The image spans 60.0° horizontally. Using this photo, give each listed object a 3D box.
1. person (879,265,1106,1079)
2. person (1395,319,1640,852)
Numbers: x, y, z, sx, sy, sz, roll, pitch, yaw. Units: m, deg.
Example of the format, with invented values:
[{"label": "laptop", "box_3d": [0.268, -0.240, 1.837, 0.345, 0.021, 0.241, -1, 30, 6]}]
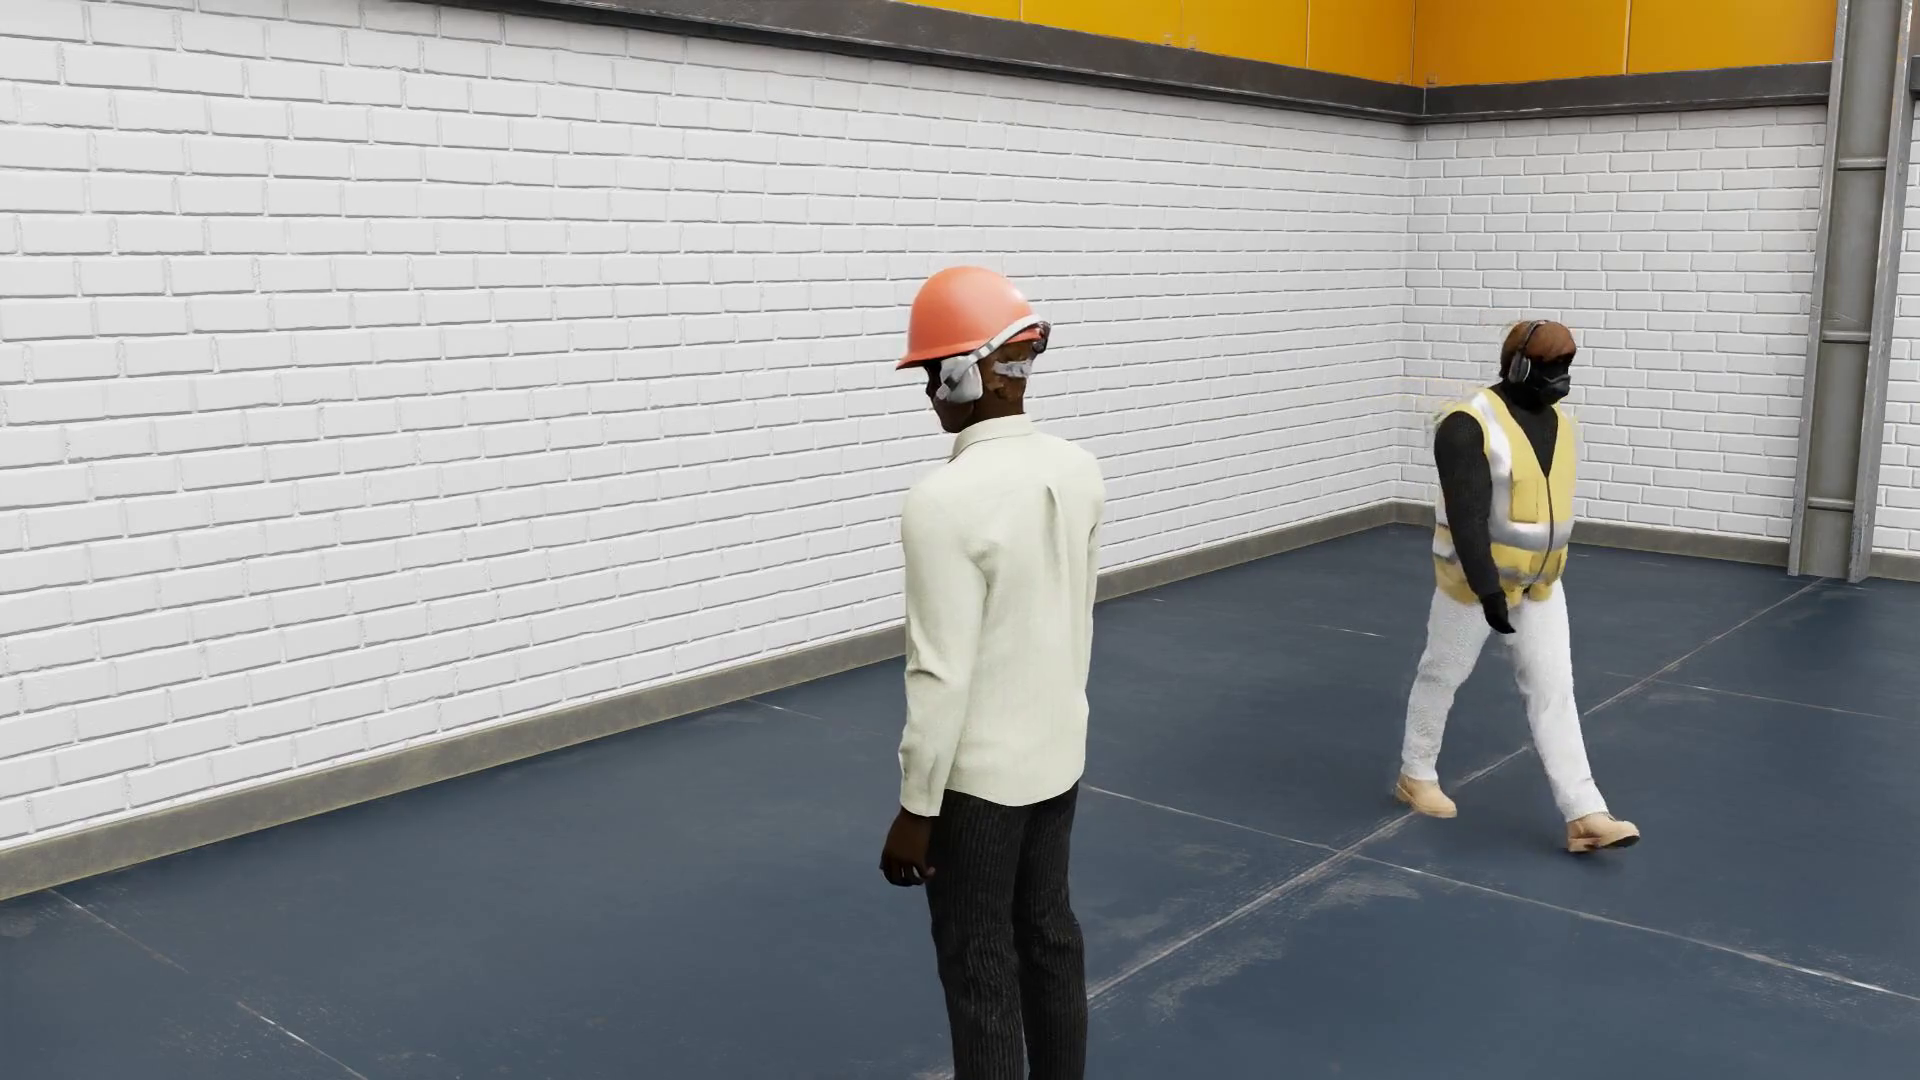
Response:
[{"label": "person", "box_3d": [0.054, 0.451, 3.363, 0.391, 1.988, 0.611, 7, 12, 33]}, {"label": "person", "box_3d": [1.879, 0.152, 5.650, 0.633, 1.782, 0.992, -5, 11, -24]}]
